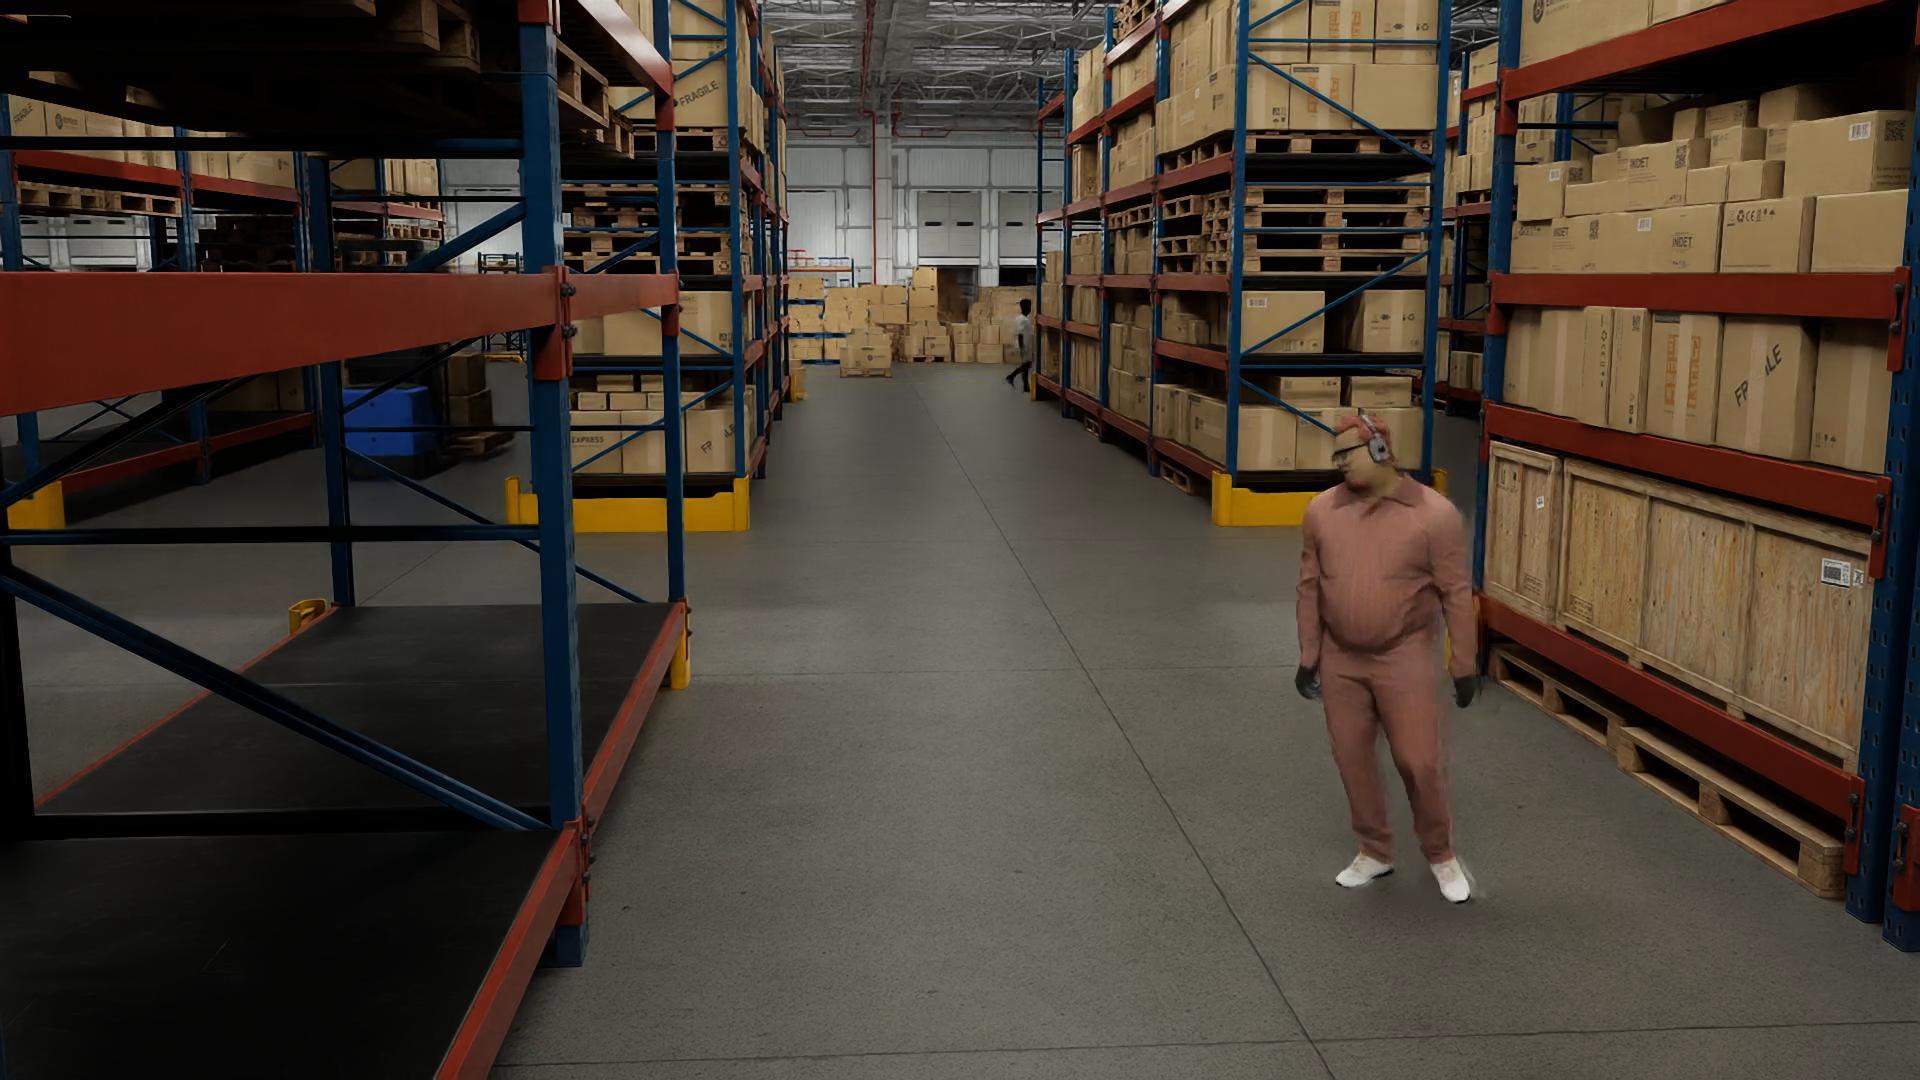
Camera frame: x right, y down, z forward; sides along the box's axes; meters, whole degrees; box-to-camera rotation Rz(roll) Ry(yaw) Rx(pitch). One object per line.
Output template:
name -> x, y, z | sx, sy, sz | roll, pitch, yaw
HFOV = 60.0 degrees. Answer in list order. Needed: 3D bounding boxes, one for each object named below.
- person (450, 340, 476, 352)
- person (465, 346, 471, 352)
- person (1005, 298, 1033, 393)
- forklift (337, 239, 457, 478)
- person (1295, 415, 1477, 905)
person -> -10.043, -3.837, 33.421 | 0.968, 1.868, 0.639 | 4, 10, 25
person -> -11.611, -4.585, 38.681 | 0.453, 1.683, 0.544 | 4, 10, 23
person -> 1.255, -3.976, 34.016 | 0.630, 1.948, 0.611 | 3, 9, 18
forklift -> -6.881, -2.201, 19.949 | 1.129, 2.768, 1.873 | -1, 9, -4
person -> 1.632, 0.459, 6.453 | 0.739, 1.872, 0.427 | 6, 11, 35
